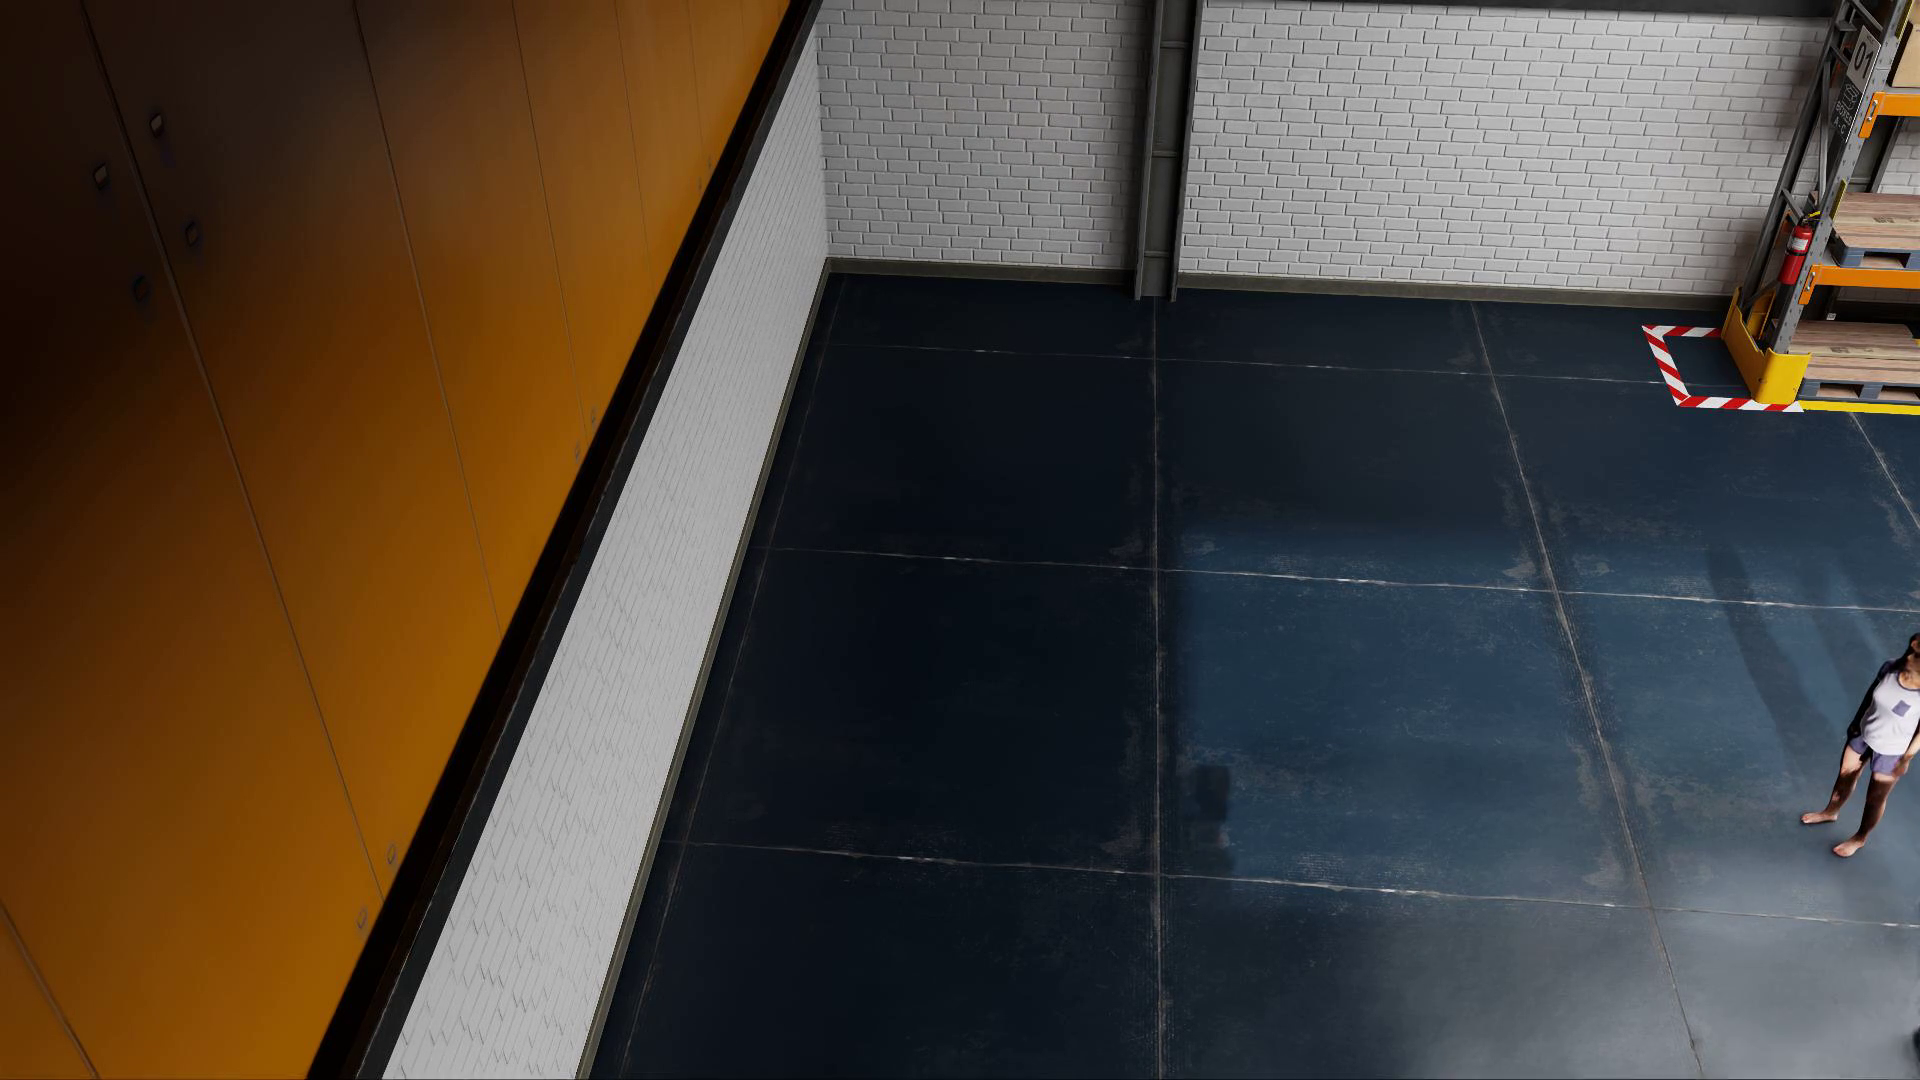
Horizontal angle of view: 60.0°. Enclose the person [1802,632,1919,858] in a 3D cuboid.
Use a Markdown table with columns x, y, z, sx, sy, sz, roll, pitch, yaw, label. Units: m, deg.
| x | y | z | sx | sy | sz | roll | pitch | yaw | label |
| --- | --- | --- | --- | --- | --- | --- | --- | --- | --- |
| 5.611 | 1.220 | 10.098 | 0.660 | 1.706 | 0.670 | -13 | 40 | -15 | person |
